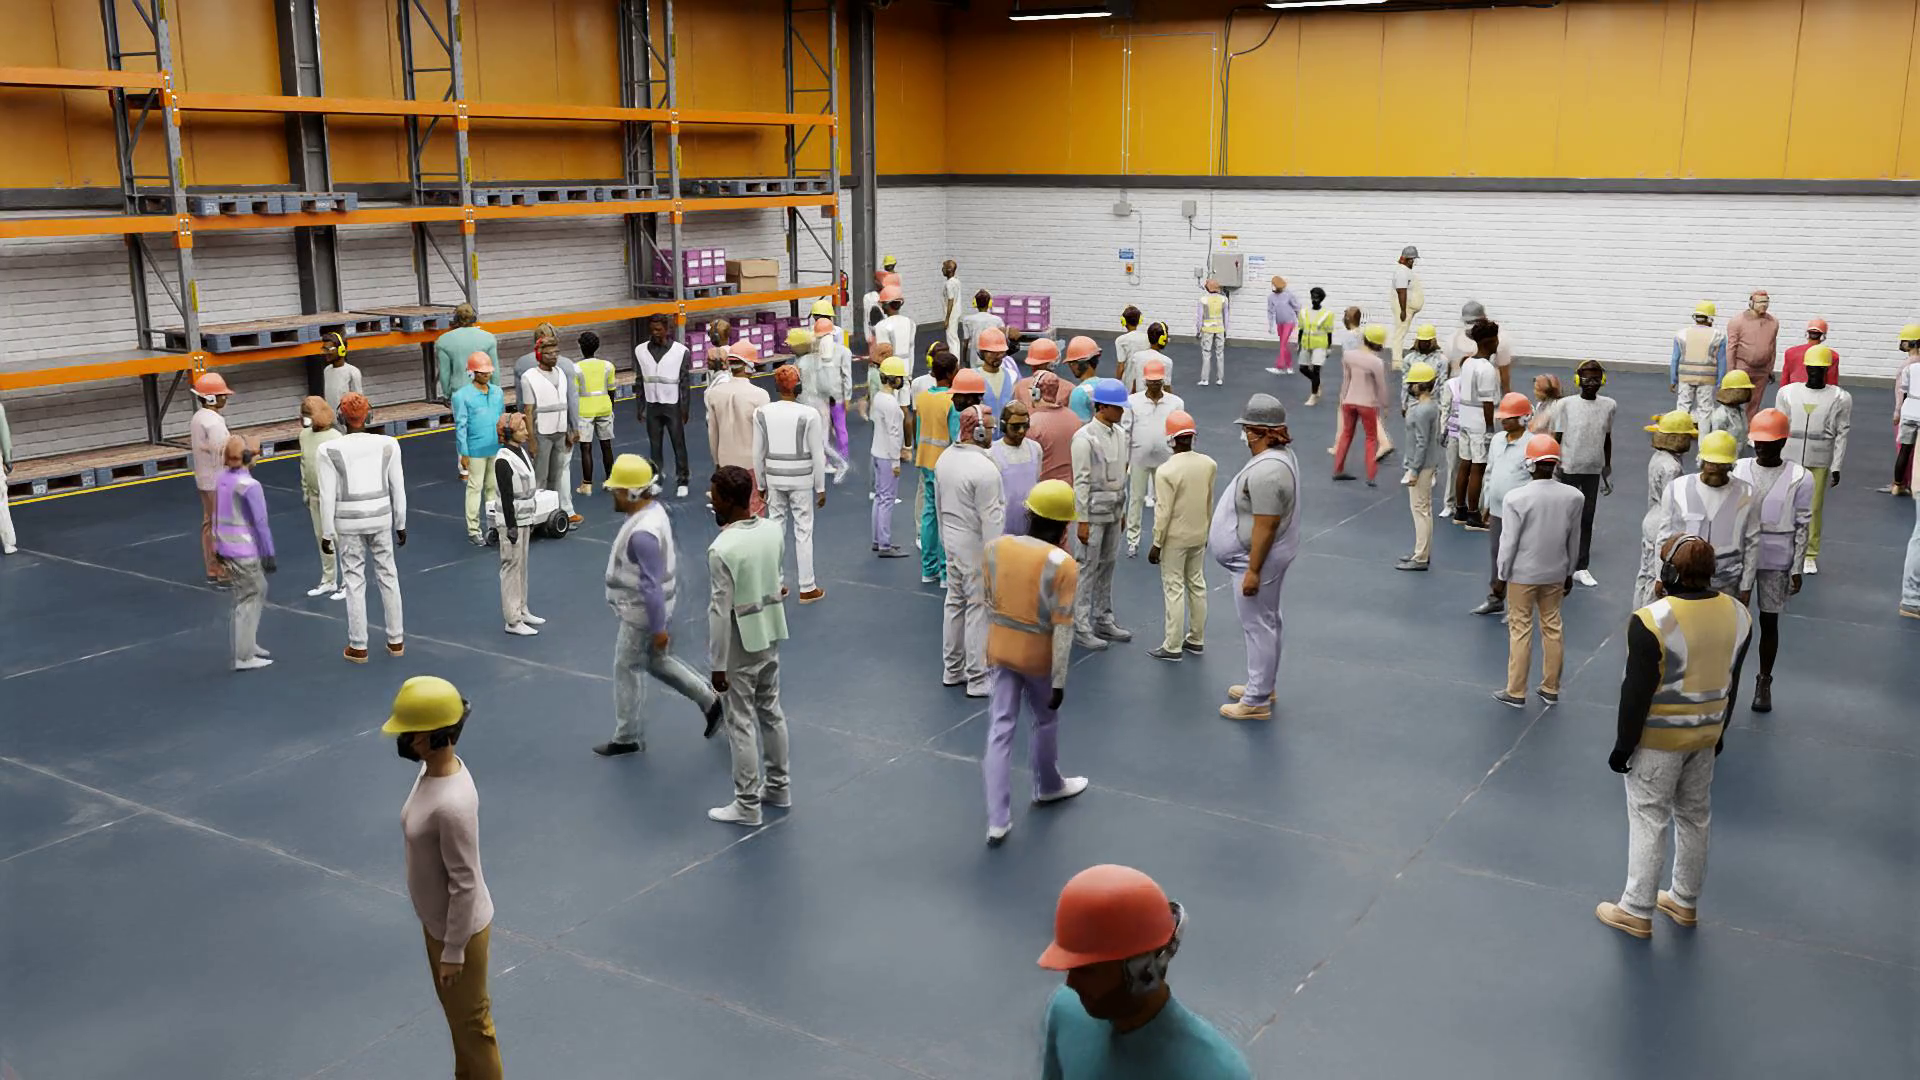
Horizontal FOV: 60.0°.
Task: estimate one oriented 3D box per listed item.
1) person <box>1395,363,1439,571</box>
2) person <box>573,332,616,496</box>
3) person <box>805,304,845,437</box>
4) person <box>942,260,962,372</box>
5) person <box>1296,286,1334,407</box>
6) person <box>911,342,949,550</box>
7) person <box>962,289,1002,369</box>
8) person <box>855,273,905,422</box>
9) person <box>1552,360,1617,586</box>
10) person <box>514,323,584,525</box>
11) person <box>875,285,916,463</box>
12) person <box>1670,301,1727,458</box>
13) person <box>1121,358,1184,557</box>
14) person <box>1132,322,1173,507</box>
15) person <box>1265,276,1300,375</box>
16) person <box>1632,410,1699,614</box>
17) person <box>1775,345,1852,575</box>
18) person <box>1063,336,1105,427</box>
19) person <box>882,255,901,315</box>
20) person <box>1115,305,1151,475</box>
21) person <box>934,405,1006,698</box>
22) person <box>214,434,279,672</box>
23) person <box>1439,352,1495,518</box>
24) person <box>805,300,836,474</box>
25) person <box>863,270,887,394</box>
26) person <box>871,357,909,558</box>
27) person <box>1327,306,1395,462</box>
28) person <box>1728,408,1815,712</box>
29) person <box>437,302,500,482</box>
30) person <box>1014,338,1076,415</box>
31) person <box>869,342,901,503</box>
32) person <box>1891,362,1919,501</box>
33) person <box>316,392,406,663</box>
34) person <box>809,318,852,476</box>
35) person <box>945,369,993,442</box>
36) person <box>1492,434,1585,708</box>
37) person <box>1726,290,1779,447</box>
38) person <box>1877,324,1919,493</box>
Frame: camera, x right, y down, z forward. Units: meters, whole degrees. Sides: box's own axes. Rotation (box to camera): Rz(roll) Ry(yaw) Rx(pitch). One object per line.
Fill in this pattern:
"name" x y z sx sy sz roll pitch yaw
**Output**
"person" 3.877 -0.620 14.100 0.323 1.765 0.534 5 14 22
"person" -3.806 -1.304 17.215 0.536 1.697 0.318 -9 16 -35
"person" -1.682 -2.136 20.823 0.541 1.696 0.315 3 13 13
"person" -0.156 -3.567 26.708 0.346 1.846 0.506 3 13 12
"person" 5.022 -2.740 23.452 0.546 1.685 0.542 11 17 40
"person" -0.197 -0.838 14.823 0.520 1.868 0.328 -9 16 -35
"person" 0.279 -2.161 20.574 0.512 1.863 0.327 1 13 4
"person" -1.001 -2.422 21.385 0.822 2.016 0.606 6 14 24
"person" 5.064 -0.544 13.543 0.534 1.868 0.309 0 13 -1
"person" -3.875 -1.083 15.726 0.636 1.939 0.364 4 13 15
"person" -0.772 -1.856 18.854 0.390 2.040 0.614 10 16 37
"person" 8.590 -1.865 19.358 0.600 1.828 0.404 9 15 33
"person" 1.676 -0.717 14.543 0.563 1.752 0.327 -1 13 -2
"person" 1.932 -1.255 16.669 0.525 1.857 0.344 13 18 43
"person" 5.182 -3.443 26.745 0.734 1.576 0.549 -12 18 -42
"person" 4.944 -0.044 11.651 0.295 1.744 0.489 2 13 8
"person" 7.115 -0.678 13.989 0.587 1.930 0.361 9 16 33
"person" 1.019 -0.655 13.657 0.382 2.037 0.606 6 14 26
"person" -1.229 -4.178 29.553 0.344 1.761 0.529 -7 15 -28
"person" 1.889 -1.650 18.353 0.523 1.863 0.317 -9 16 -33
"person" 0.103 0.068 10.808 0.403 1.906 0.651 -8 15 -30
"person" -4.853 0.081 11.365 0.545 1.619 0.453 11 17 39
"person" 4.892 -1.001 16.050 0.521 1.632 0.314 8 15 32
"person" -1.536 -1.697 18.445 0.399 1.917 0.593 -8 15 -30
"person" -1.122 -2.879 23.639 0.350 1.882 0.583 12 18 43
"person" -0.604 -0.727 14.580 0.334 1.760 0.527 -4 14 -16
"person" 4.671 -1.795 19.195 0.529 1.788 0.948 -7 15 -29
"person" 5.024 0.127 10.481 0.551 1.935 0.375 9 16 33
"person" -5.272 -1.586 17.910 0.631 1.940 0.372 -4 14 -17
"person" 0.694 -0.703 13.973 0.608 1.987 0.391 6 14 26
"person" -0.776 -1.189 16.854 0.265 1.632 0.509 -4 14 -17
"person" 9.816 -1.238 16.952 0.320 1.686 0.539 -6 14 -24
"person" -4.131 -0.087 11.527 0.587 1.882 0.342 -9 16 -34
"person" -1.458 -1.580 18.333 0.570 1.737 0.353 5 14 23
"person" 0.072 -0.305 12.350 0.362 1.939 0.543 -1 13 -4
"person" 3.657 0.192 10.600 0.573 1.749 0.343 -3 13 -13
"person" 9.498 -2.040 19.948 0.643 1.910 0.400 -2 13 -7
"person" 9.844 -1.360 17.324 0.341 1.760 0.525 12 18 42
